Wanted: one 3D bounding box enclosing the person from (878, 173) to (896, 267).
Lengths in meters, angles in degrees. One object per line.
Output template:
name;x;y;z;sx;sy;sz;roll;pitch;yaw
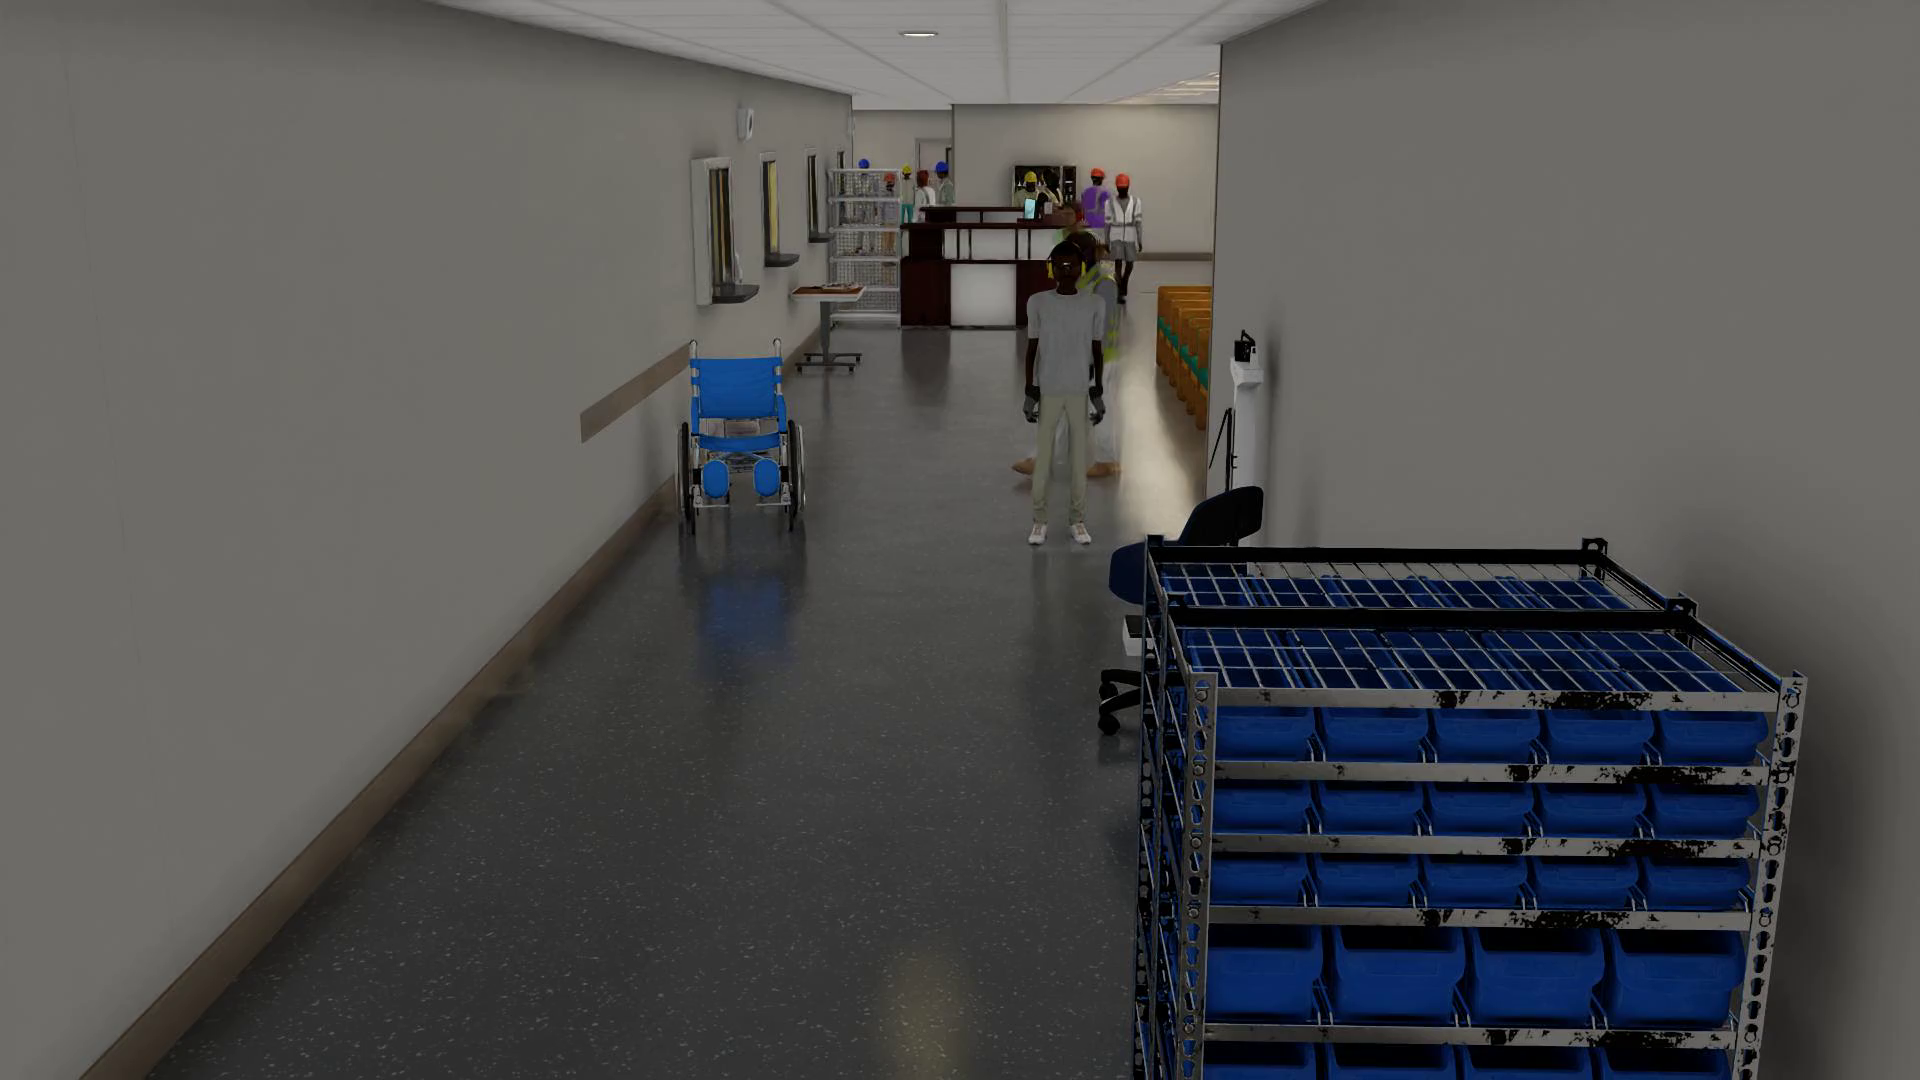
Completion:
person;-1.314;-6.011;31.219;0.344;1.747;0.572;11;18;39

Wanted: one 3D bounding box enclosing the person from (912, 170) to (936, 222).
person;-0.613;-5.313;28.160;0.438;1.870;0.581;5;15;20

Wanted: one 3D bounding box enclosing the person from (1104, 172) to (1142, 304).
person;2.409;-4.485;24.690;0.567;1.917;0.702;0;14;-2

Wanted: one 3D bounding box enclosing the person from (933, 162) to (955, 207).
person;-0.295;-6.127;31.299;0.402;1.941;0.602;-3;14;-11

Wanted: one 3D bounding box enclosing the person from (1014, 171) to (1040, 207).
person;1.216;-5.431;28.725;0.596;1.828;0.403;-4;14;-17

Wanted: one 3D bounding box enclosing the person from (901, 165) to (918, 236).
person;-1.207;-7.585;37.595;0.523;1.761;0.323;-2;14;-8

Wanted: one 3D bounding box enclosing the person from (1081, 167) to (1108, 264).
person;2.308;-5.341;28.147;0.589;1.914;0.581;-12;18;-40

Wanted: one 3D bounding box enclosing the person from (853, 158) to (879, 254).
person;-1.958;-6.901;34.424;0.605;1.948;0.406;5;15;20

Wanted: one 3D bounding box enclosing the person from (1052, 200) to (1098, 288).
person;1.232;-2.685;17.630;0.576;1.804;0.934;11;17;37

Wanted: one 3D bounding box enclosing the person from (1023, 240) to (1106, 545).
person;0.640;-0.893;10.207;0.509;1.870;0.329;-1;14;-2

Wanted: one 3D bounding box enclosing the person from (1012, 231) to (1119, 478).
person;0.808;-1.316;12.048;0.890;1.802;0.645;-8;16;-29

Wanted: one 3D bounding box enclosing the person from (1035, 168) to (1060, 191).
person;1.557;-5.716;29.817;0.496;1.861;0.336;5;15;18

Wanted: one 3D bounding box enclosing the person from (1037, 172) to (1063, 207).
person;1.542;-5.299;28.176;0.431;1.836;0.626;9;16;32
